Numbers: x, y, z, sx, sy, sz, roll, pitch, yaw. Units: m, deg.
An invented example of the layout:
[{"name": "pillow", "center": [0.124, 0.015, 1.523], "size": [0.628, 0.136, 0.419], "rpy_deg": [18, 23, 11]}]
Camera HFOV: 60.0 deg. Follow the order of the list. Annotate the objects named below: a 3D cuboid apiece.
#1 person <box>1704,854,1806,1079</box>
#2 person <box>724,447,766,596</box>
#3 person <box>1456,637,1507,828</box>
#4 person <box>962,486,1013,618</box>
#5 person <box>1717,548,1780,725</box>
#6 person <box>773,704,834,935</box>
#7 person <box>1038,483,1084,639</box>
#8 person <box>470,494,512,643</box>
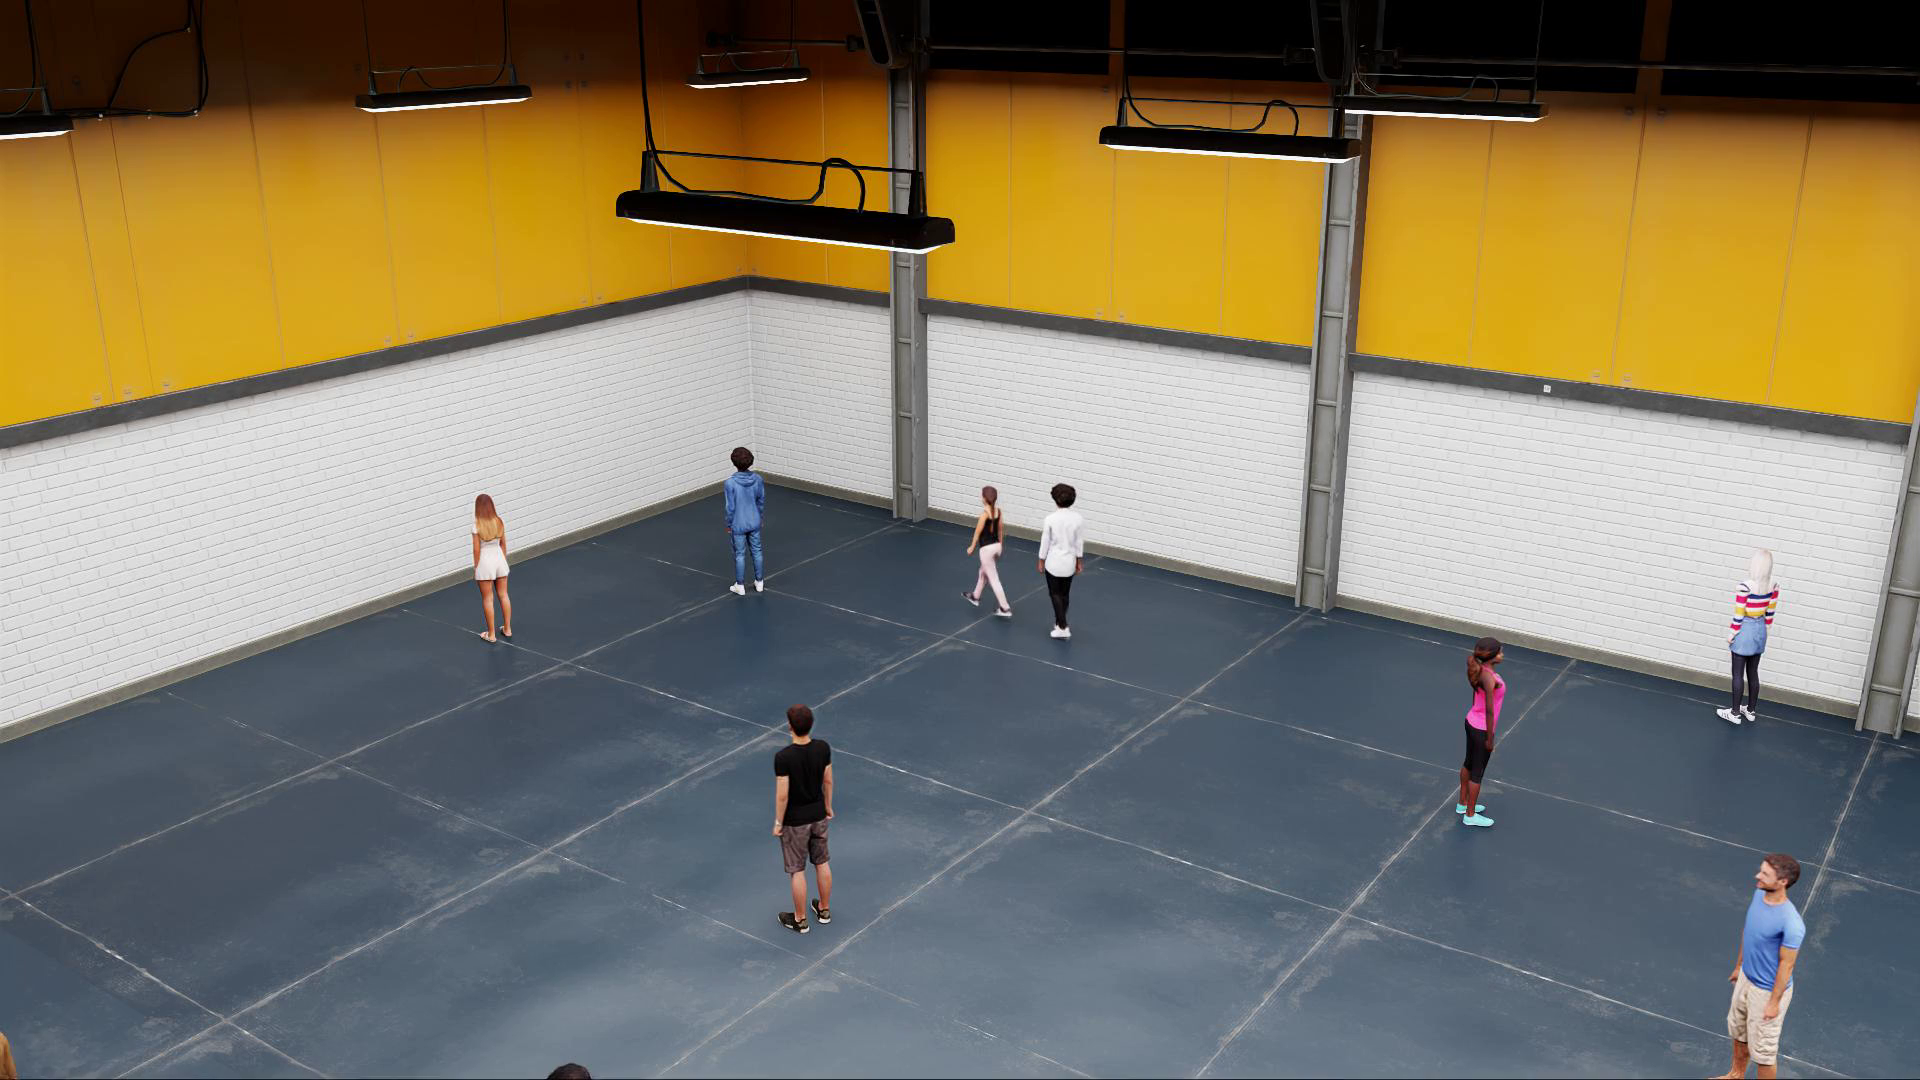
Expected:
[{"name": "person", "center": [5.189, 2.853, 10.729], "size": [0.783, 1.863, 0.750], "rpy_deg": [-1, 19, -2]}, {"name": "person", "center": [-2.584, -0.239, 19.991], "size": [0.760, 1.811, 0.734], "rpy_deg": [-10, 21, -28]}, {"name": "person", "center": [4.538, 1.648, 14.523], "size": [0.690, 1.724, 0.650], "rpy_deg": [1, 19, 2]}, {"name": "person", "center": [0.392, 0.162, 19.251], "size": [1.032, 1.524, 0.569], "rpy_deg": [15, 24, 37]}, {"name": "person", "center": [7.837, 0.938, 16.498], "size": [0.712, 1.808, 0.730], "rpy_deg": [-6, 19, -17]}, {"name": "person", "center": [-1.209, 2.139, 12.852], "size": [0.751, 1.860, 0.684], "rpy_deg": [-13, 23, -35]}, {"name": "person", "center": [1.149, 0.241, 18.576], "size": [0.828, 1.804, 0.887], "rpy_deg": [-5, 19, -14]}, {"name": "person", "center": [-5.240, 0.294, 18.584], "size": [0.611, 1.697, 0.609], "rpy_deg": [-16, 25, -40]}]
